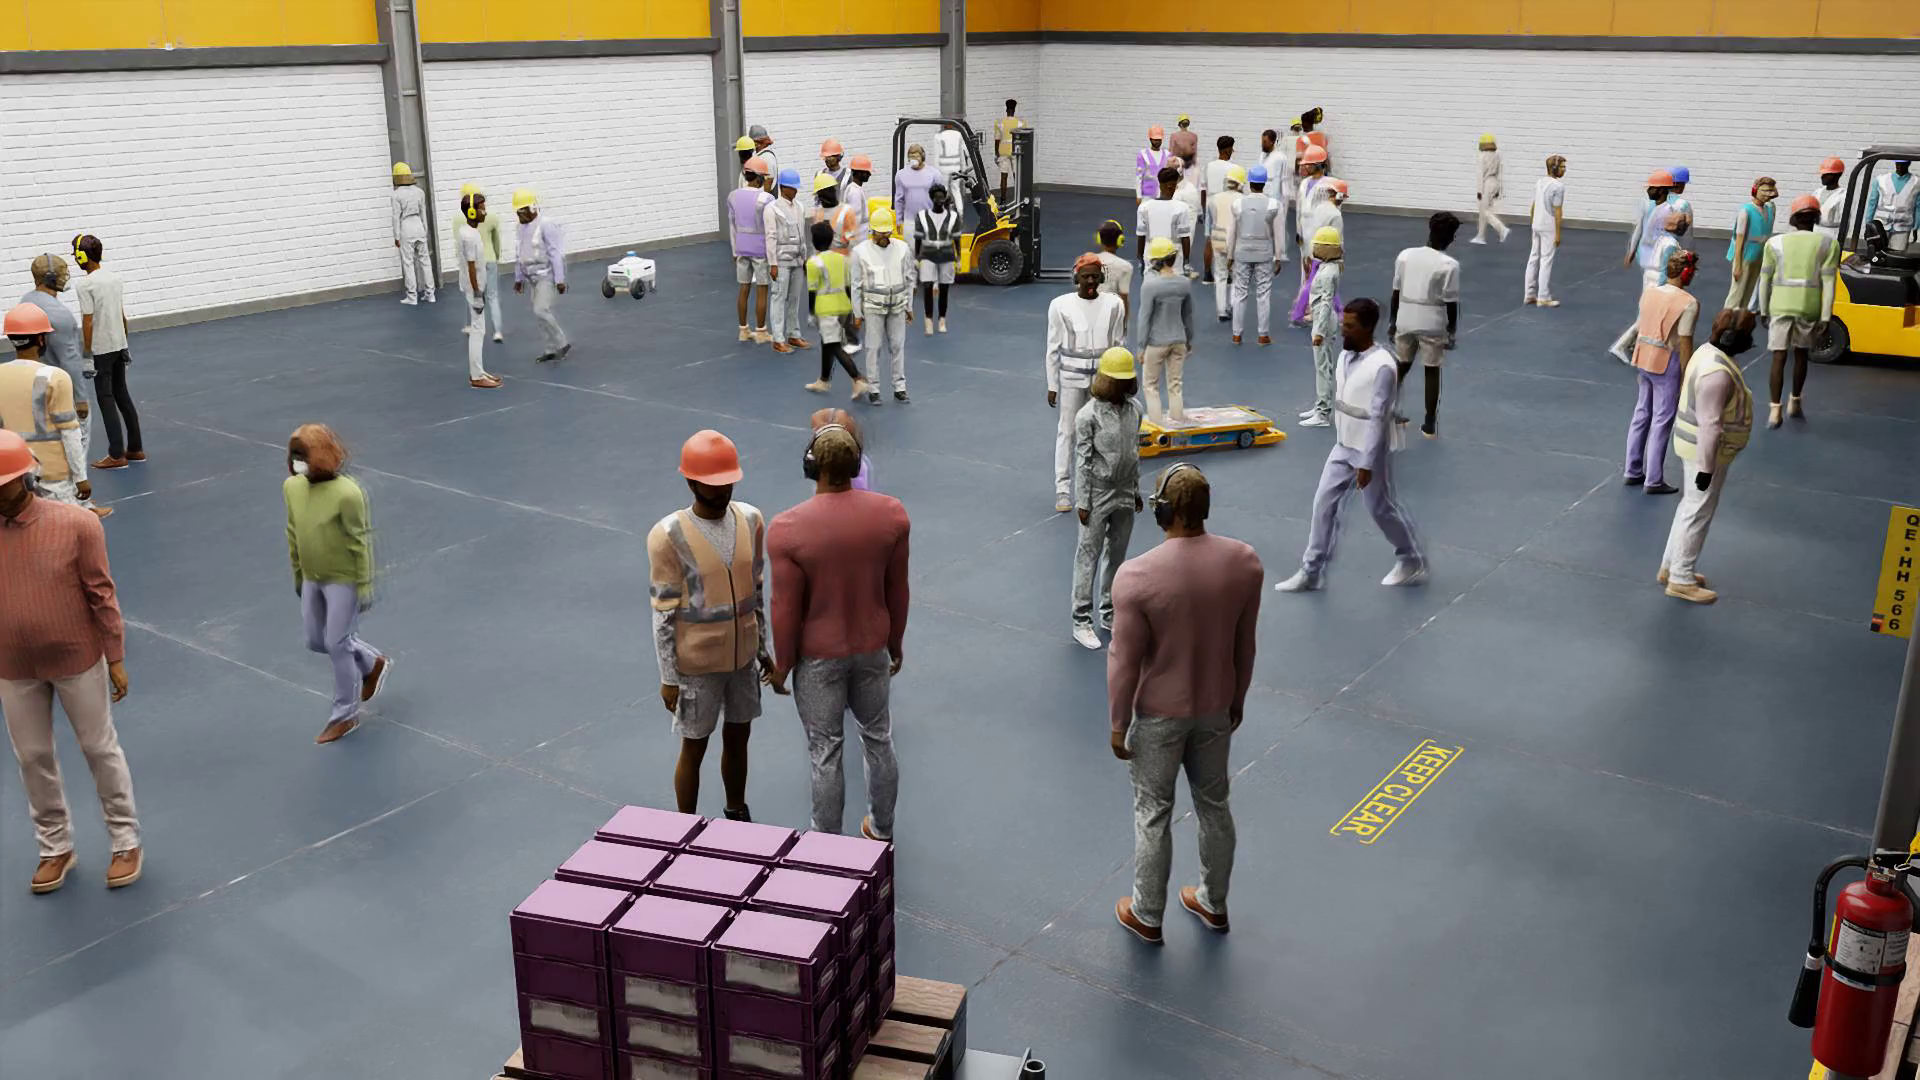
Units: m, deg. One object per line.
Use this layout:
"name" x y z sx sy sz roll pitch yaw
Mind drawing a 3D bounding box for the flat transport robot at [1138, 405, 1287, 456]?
"flat transport robot" 1.978 -0.938 14.051 1.431 0.197 0.652 -7 19 -20

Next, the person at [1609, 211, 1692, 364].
"person" 7.103 -2.543 16.921 0.766 1.606 0.512 4 18 13

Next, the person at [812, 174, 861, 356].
"person" -1.316 -2.904 17.591 0.455 1.890 0.630 -16 24 -41

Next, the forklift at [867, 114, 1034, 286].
"forklift" -0.171 -4.594 22.377 2.313 2.155 1.214 1 18 3

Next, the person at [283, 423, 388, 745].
"person" -3.127 0.189 8.356 0.500 1.618 0.534 8 19 24

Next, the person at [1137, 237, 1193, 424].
"person" 1.697 -1.636 13.842 0.594 1.753 0.352 -10 20 -28

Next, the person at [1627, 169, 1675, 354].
"person" 7.318 -2.932 17.596 0.370 1.935 0.552 5 18 16

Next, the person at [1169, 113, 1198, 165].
"person" 3.978 -6.732 29.779 0.531 1.755 0.343 -3 18 -10

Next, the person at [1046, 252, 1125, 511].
"person" 0.912 -1.141 12.078 0.585 1.882 0.340 -4 18 -12

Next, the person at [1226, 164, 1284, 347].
"person" 3.183 -3.065 17.985 0.614 1.949 0.375 5 18 16

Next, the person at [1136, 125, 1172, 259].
"person" 2.833 -5.062 24.256 0.549 1.936 0.376 -6 19 -17

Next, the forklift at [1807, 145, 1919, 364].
"forklift" 9.803 -2.879 17.013 2.313 2.155 1.214 12 21 33

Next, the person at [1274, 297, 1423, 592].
"person" 2.526 -0.578 10.345 0.978 1.877 0.608 -6 19 -17

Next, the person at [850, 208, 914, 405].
"person" -0.710 -2.147 15.340 0.603 1.816 0.403 -7 19 -22

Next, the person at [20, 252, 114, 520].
"person" -6.365 -1.063 11.771 0.639 1.926 0.367 15 23 38

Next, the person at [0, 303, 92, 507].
"person" -5.381 -0.429 9.802 0.558 1.925 0.422 5 18 16

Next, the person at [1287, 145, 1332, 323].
"person" 4.111 -3.560 19.397 0.394 2.038 0.605 -4 18 -12

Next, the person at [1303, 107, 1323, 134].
"person" 6.315 -6.762 29.684 0.329 1.873 0.512 -11 21 -30

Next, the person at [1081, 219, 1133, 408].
"person" 1.254 -1.861 14.448 0.517 1.832 0.969 8 19 22

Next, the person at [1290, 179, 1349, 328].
"person" 4.208 -3.262 19.027 0.882 1.683 0.571 -2 18 -7

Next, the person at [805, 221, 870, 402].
"person" -1.142 -2.135 15.553 0.827 1.659 0.534 11 21 31

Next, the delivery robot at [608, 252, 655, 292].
"delivery robot" -4.200 -3.441 21.268 0.477 0.478 0.707 6 19 18

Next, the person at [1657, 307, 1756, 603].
"person" 4.625 -0.529 10.263 0.430 1.832 0.636 6 19 18

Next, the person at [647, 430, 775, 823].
"person" -1.001 0.481 6.919 0.553 1.935 0.362 -16 23 -40

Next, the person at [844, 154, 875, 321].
"person" -1.176 -3.547 19.543 0.391 1.928 0.549 0 18 -1

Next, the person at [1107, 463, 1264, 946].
"person" 0.848 0.649 6.415 0.630 1.932 0.361 -7 19 -20

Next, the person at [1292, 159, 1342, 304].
"person" 4.380 -3.782 20.433 0.431 1.835 0.623 -16 23 -40

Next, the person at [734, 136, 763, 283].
"person" -2.807 -4.407 22.228 0.372 1.923 0.595 1 18 2

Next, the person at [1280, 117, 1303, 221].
"person" 5.768 -6.409 28.765 0.517 1.757 0.337 -1 18 -3

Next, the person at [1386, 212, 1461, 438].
"person" 3.936 -1.841 14.203 0.409 1.928 0.682 -15 23 -39

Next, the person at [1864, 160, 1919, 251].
"person" 11.464 -3.851 20.451 0.615 1.945 0.404 10 20 28
